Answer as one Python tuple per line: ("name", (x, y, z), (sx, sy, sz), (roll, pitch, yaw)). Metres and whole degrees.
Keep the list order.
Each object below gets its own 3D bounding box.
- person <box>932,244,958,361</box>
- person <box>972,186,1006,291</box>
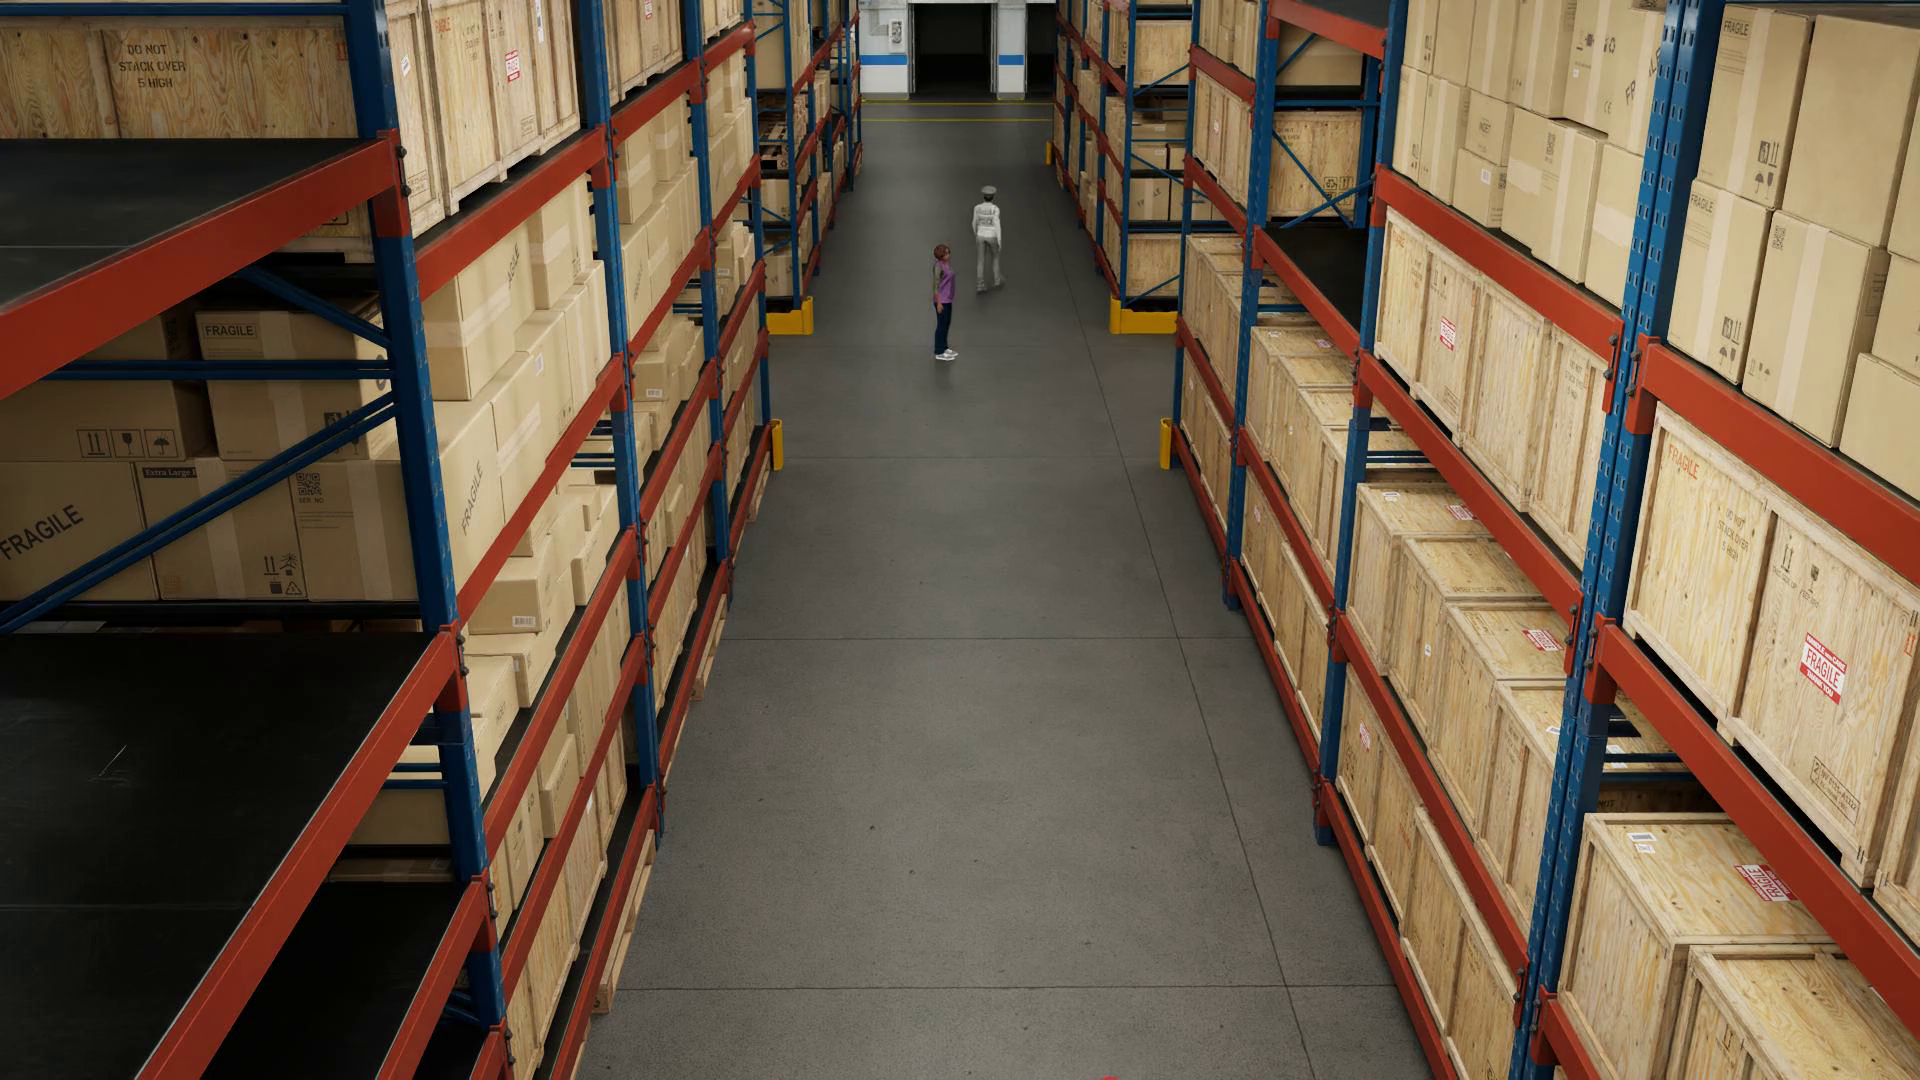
("person", (-0.213, -3.315, 23.144), (0.328, 1.602, 0.411), (5, 22, 13))
("person", (0.463, -4.938, 27.119), (0.528, 1.662, 0.813), (6, 22, 15))
